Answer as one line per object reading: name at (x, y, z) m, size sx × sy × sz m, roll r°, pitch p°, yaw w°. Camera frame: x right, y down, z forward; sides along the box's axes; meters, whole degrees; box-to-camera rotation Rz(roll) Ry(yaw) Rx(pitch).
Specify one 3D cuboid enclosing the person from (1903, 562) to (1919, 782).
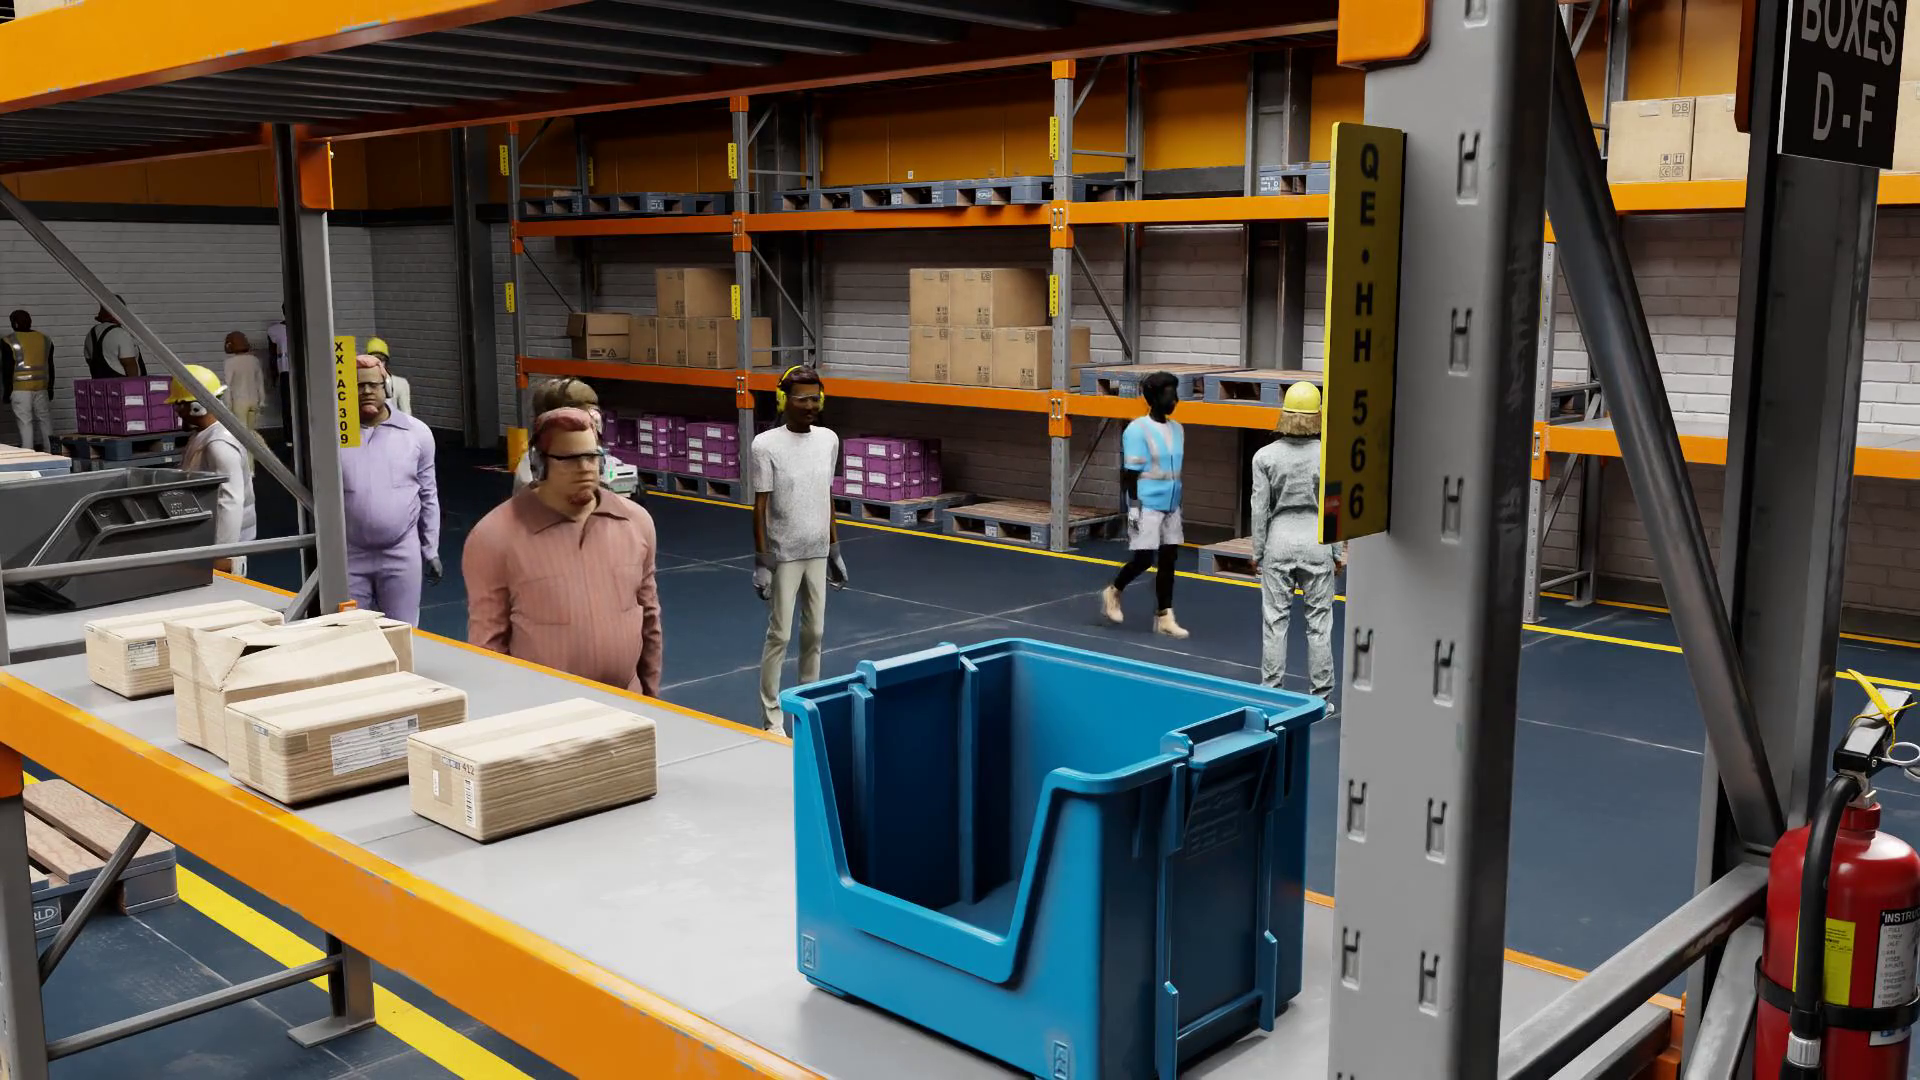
person at (4.530, 0.200, 7.467) m, size 0.591 × 1.823 × 0.405 m, roll -7°, pitch 12°, yaw -38°

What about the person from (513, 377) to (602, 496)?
person at (-1.773, 0.238, 7.107) m, size 1.099 × 1.868 × 0.638 m, roll 0°, pitch 9°, yaw 1°

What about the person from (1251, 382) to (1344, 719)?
person at (1.738, 0.059, 8.560) m, size 0.484 × 1.744 × 0.295 m, roll 2°, pitch 9°, yaw 11°

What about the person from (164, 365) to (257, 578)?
person at (-3.871, 0.006, 8.640) m, size 0.404 × 1.824 × 0.591 m, roll -6°, pitch 11°, yaw -31°

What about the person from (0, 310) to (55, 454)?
person at (-10.926, -1.772, 19.491) m, size 0.429 × 1.839 × 0.634 m, roll 5°, pitch 10°, yaw 28°

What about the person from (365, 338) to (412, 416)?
person at (-5.025, -0.881, 14.396) m, size 0.535 × 1.720 × 0.893 m, roll -4°, pitch 10°, yaw -22°

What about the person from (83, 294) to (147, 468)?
person at (-9.246, -1.686, 18.347) m, size 0.687 × 2.000 × 0.538 m, roll 4°, pitch 10°, yaw 25°

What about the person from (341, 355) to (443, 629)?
person at (-2.826, 0.064, 8.029) m, size 0.638 × 1.911 × 0.402 m, roll -5°, pitch 10°, yaw -26°

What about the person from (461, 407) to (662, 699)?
person at (-1.201, 0.534, 5.183) m, size 0.634 × 1.900 × 0.398 m, roll -7°, pitch 12°, yaw -38°

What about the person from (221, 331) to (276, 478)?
person at (-7.916, -1.494, 18.435) m, size 0.412 × 1.620 × 0.512 m, roll 3°, pitch 10°, yaw 20°

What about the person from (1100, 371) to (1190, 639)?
person at (1.197, -0.226, 10.464) m, size 0.546 × 1.685 × 0.535 m, roll -8°, pitch 12°, yaw -41°

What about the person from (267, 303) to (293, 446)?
person at (-8.697, -2.172, 21.722) m, size 0.587 × 1.914 × 0.392 m, roll -2°, pitch 10°, yaw -14°

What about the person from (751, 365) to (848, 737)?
person at (-0.769, 0.089, 8.009) m, size 0.532 × 1.864 × 0.312 m, roll -8°, pitch 12°, yaw -41°

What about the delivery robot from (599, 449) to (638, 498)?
delivery robot at (-3.462, -0.648, 16.233) m, size 0.477 × 0.478 × 0.707 m, roll -9°, pitch 13°, yaw -44°
